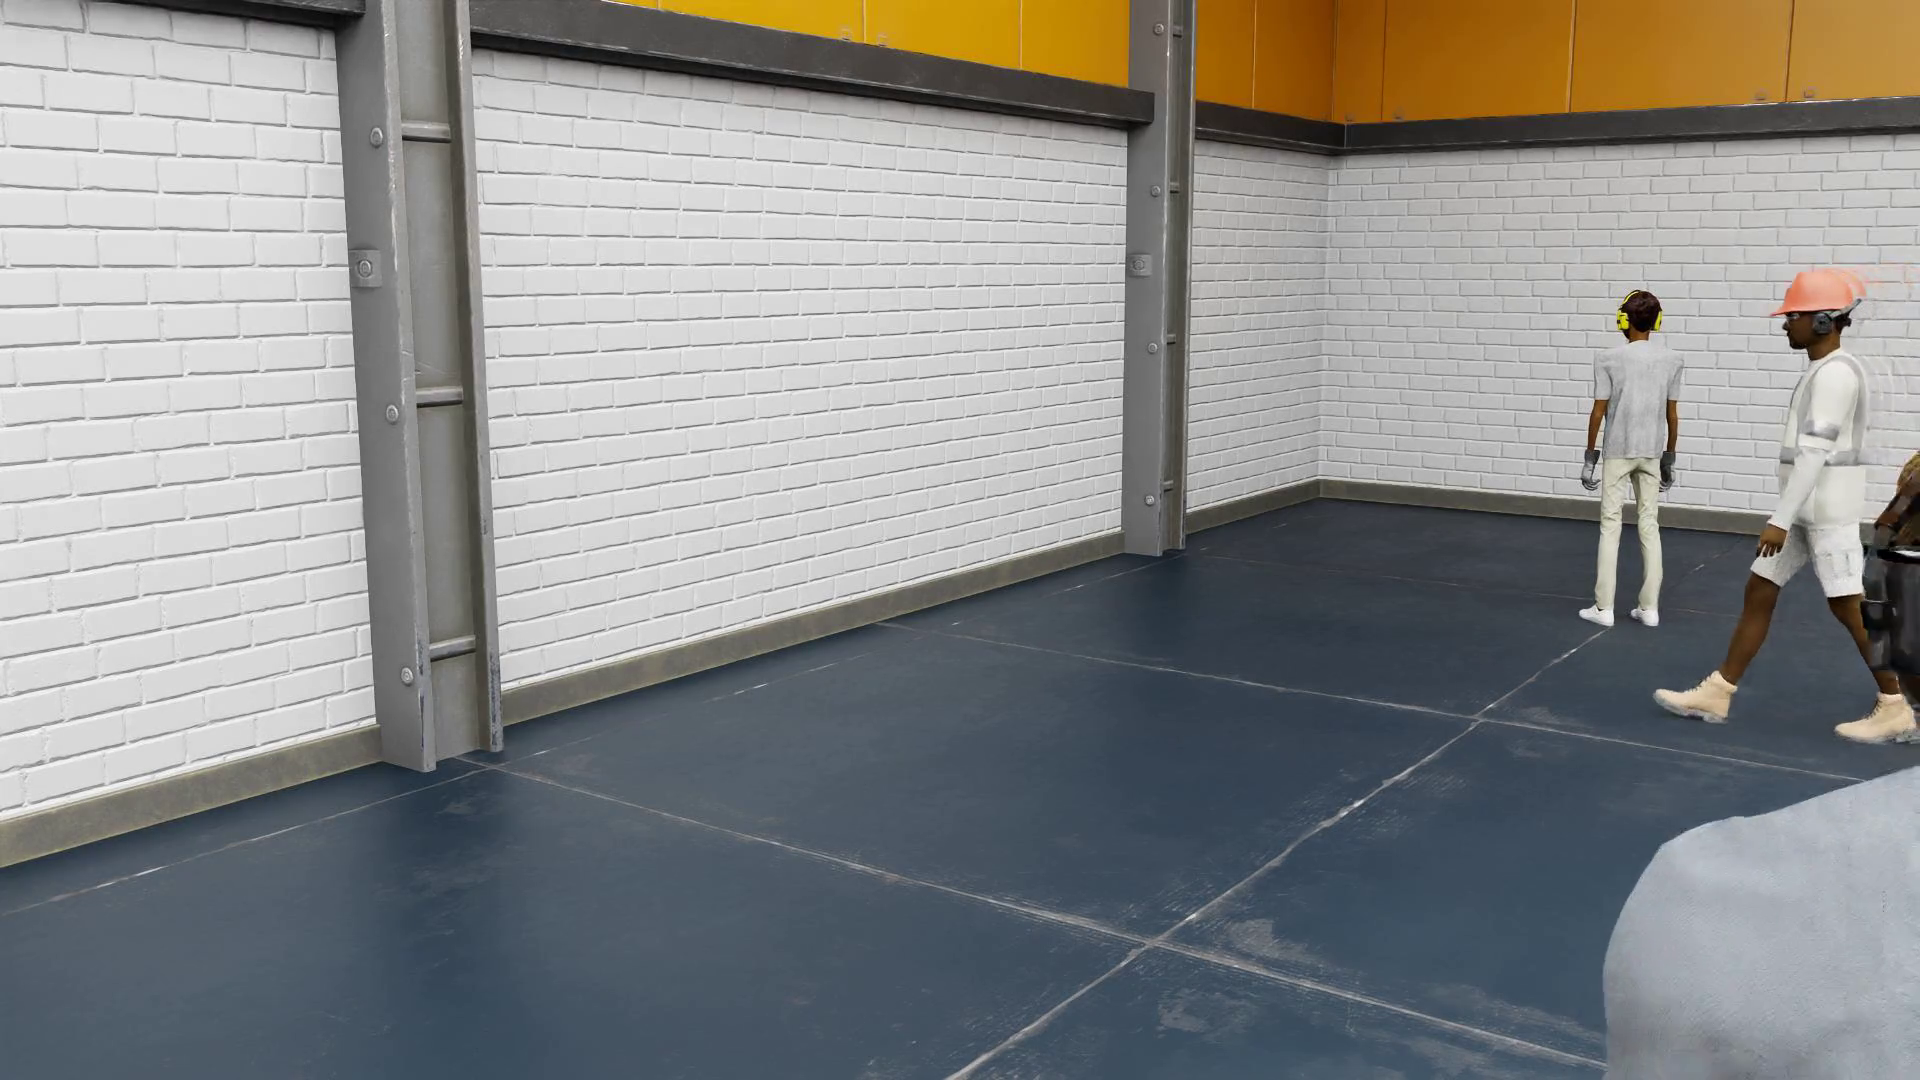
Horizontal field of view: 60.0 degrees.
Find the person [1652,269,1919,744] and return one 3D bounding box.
[{"bbox_3d":[3.587,-0.135,7.014,1.041,1.995,0.632,3,10,18],"label":"person"}]

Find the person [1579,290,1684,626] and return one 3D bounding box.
[{"bbox_3d":[3.721,-0.447,9.238,0.517,1.865,0.315,0,10,1],"label":"person"}]

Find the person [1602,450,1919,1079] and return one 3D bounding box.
[{"bbox_3d":[0.808,0.825,1.472,0.654,1.920,0.671,0,10,-2],"label":"person"}]
